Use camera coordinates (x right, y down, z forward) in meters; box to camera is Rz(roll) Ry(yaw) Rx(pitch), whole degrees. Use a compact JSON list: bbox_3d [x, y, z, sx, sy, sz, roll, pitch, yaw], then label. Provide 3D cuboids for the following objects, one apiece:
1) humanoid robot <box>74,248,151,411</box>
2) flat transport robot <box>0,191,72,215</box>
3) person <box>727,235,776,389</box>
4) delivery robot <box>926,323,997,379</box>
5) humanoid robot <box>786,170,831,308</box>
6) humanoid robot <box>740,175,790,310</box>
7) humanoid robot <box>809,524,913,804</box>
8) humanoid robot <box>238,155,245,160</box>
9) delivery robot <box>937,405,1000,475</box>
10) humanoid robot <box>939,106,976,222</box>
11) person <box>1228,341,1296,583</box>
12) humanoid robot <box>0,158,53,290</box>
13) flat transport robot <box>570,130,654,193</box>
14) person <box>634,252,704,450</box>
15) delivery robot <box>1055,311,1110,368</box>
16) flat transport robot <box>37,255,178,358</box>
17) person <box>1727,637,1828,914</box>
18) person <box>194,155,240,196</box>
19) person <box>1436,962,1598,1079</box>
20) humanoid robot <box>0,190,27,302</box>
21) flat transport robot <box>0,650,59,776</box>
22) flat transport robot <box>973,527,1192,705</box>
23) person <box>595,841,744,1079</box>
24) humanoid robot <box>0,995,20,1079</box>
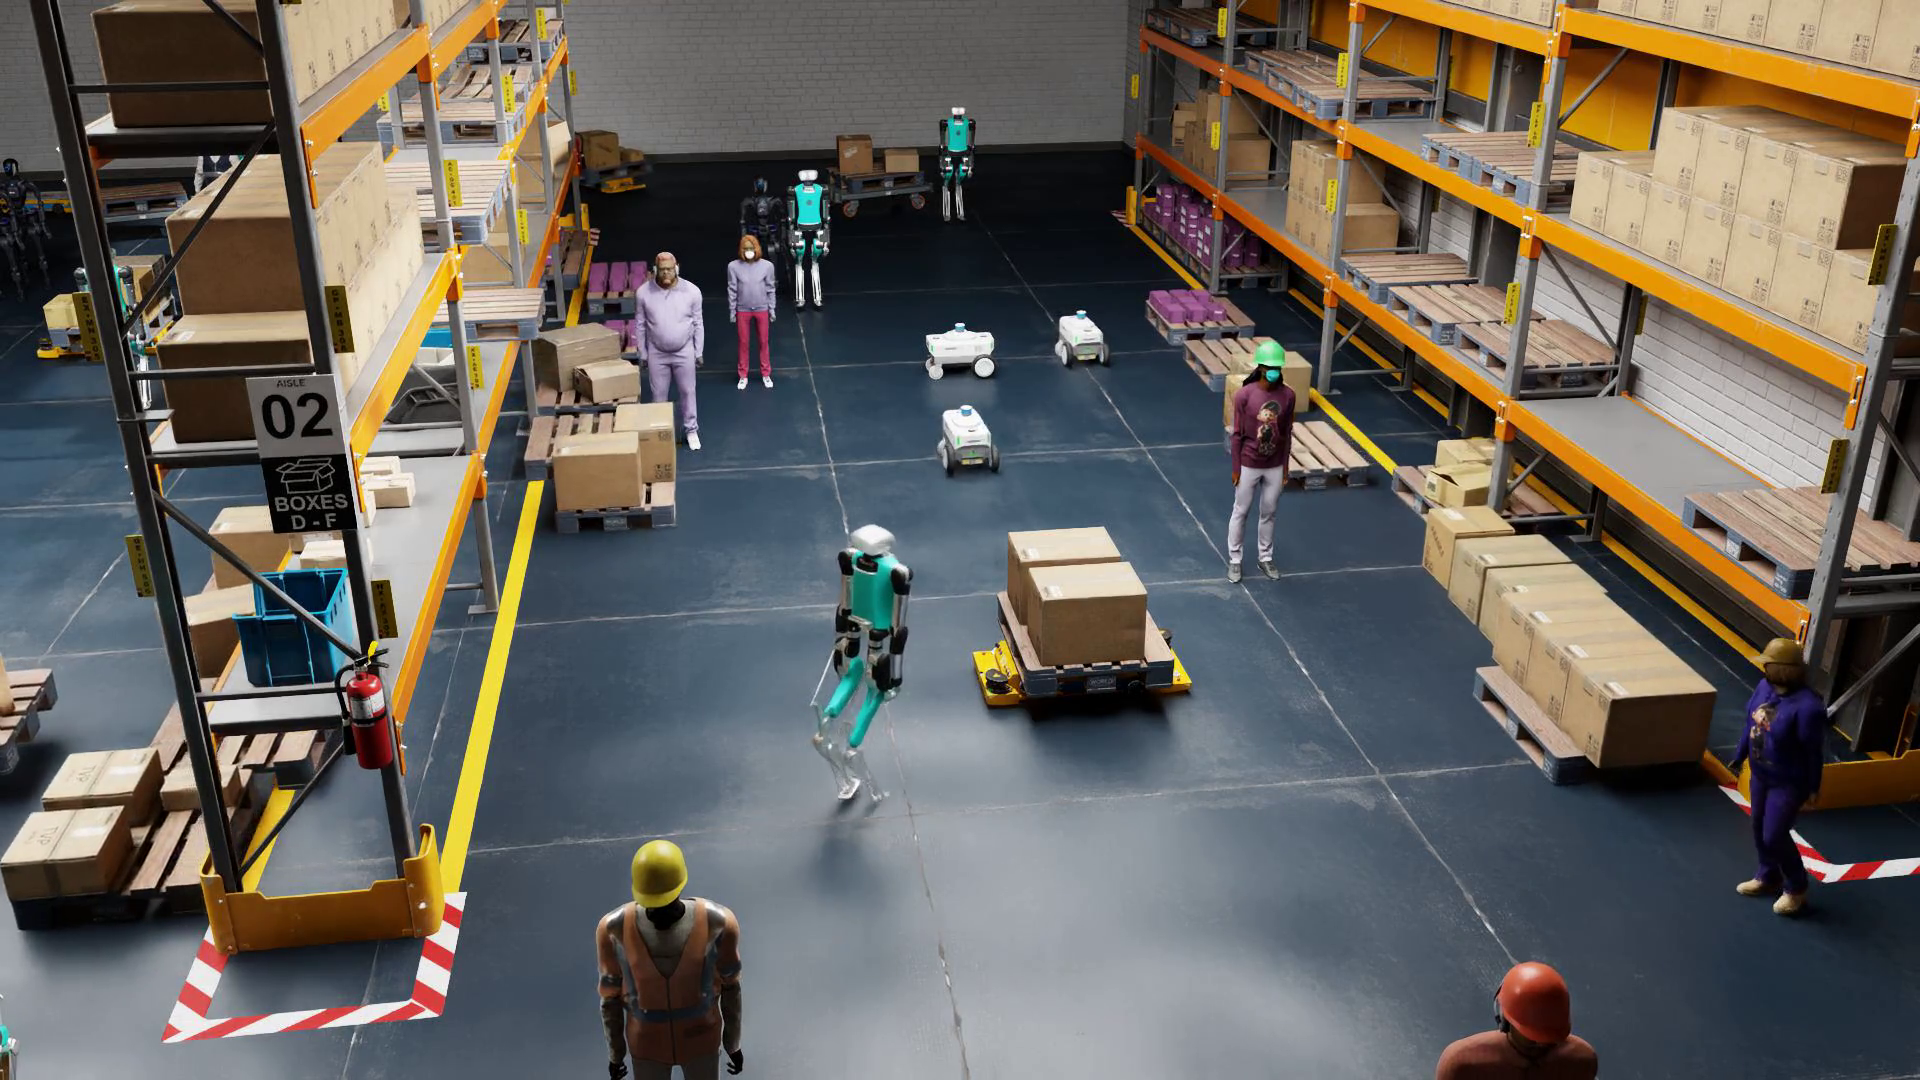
[{"bbox_3d":[-8.330,-2.135,16.550,0.533,1.677,0.735,-3,24,-8],"label":"humanoid robot"},{"bbox_3d":[-14.014,-5.143,25.394,1.431,0.231,0.659,-3,24,-8],"label":"flat transport robot"},{"bbox_3d":[-2.173,-2.388,17.419,0.499,1.633,0.282,-4,24,-8],"label":"person"},{"bbox_3d":[0.001,-2.052,17.962,0.739,0.566,0.499,-3,24,-8],"label":"delivery robot"},{"bbox_3d":[-1.826,-3.662,20.028,0.533,1.677,0.735,-3,24,-8],"label":"humanoid robot"},{"bbox_3d":[-2.374,-3.600,20.128,0.610,1.649,0.366,-2,24,-6],"label":"humanoid robot"},{"bbox_3d":[-0.666,0.834,9.972,0.536,1.781,0.770,18,30,35],"label":"humanoid robot"},{"bbox_3d":[-11.118,-6.052,25.473,0.533,1.677,0.735,-3,24,-8],"label":"humanoid robot"},{"bbox_3d":[0.055,-0.945,15.475,0.522,0.595,0.766,-4,24,-10],"label":"delivery robot"},{"bbox_3d":[-0.075,-5.512,24.242,0.533,1.677,0.735,-3,24,-8],"label":"humanoid robot"},{"bbox_3d":[2.346,-0.623,13.003,0.489,1.955,0.417,-4,24,-8],"label":"person"},{"bbox_3d":[-11.796,-3.982,20.980,0.599,1.657,0.315,-3,24,-8],"label":"humanoid robot"},{"bbox_3d":[-5.804,-5.853,27.013,1.431,0.231,0.659,22,32,40],"label":"flat transport robot"},{"bbox_3d":[-2.722,-1.765,15.659,0.640,1.913,0.411,-4,24,-8],"label":"person"},{"bbox_3d":[1.333,-2.226,18.394,0.522,0.595,0.766,-4,24,-10],"label":"delivery robot"},{"bbox_3d":[-9.596,-2.273,18.857,1.431,0.231,0.659,-3,24,-8],"label":"flat transport robot"},{"bbox_3d":[4.459,1.283,9.107,0.430,1.586,0.494,-5,24,-12],"label":"person"},{"bbox_3d":[-10.015,-4.732,22.603,0.751,1.759,0.424,-4,24,-8],"label":"person"},{"bbox_3d":[1.990,2.380,6.113,0.610,1.994,0.380,-4,24,-8],"label":"person"},{"bbox_3d":[-11.848,-3.753,20.459,0.599,1.657,0.315,-3,24,-8],"label":"humanoid robot"},{"bbox_3d":[-6.481,1.358,10.584,0.659,0.231,1.431,-4,24,-10],"label":"flat transport robot"},{"bbox_3d":[0.846,0.881,11.670,1.431,0.231,0.659,-3,24,-8],"label":"flat transport robot"},{"bbox_3d":[-1.183,2.069,6.903,0.586,1.927,0.367,-4,24,-8],"label":"person"},{"bbox_3d":[-4.336,1.993,7.144,0.533,1.677,0.735,-3,24,-8],"label":"humanoid robot"}]
